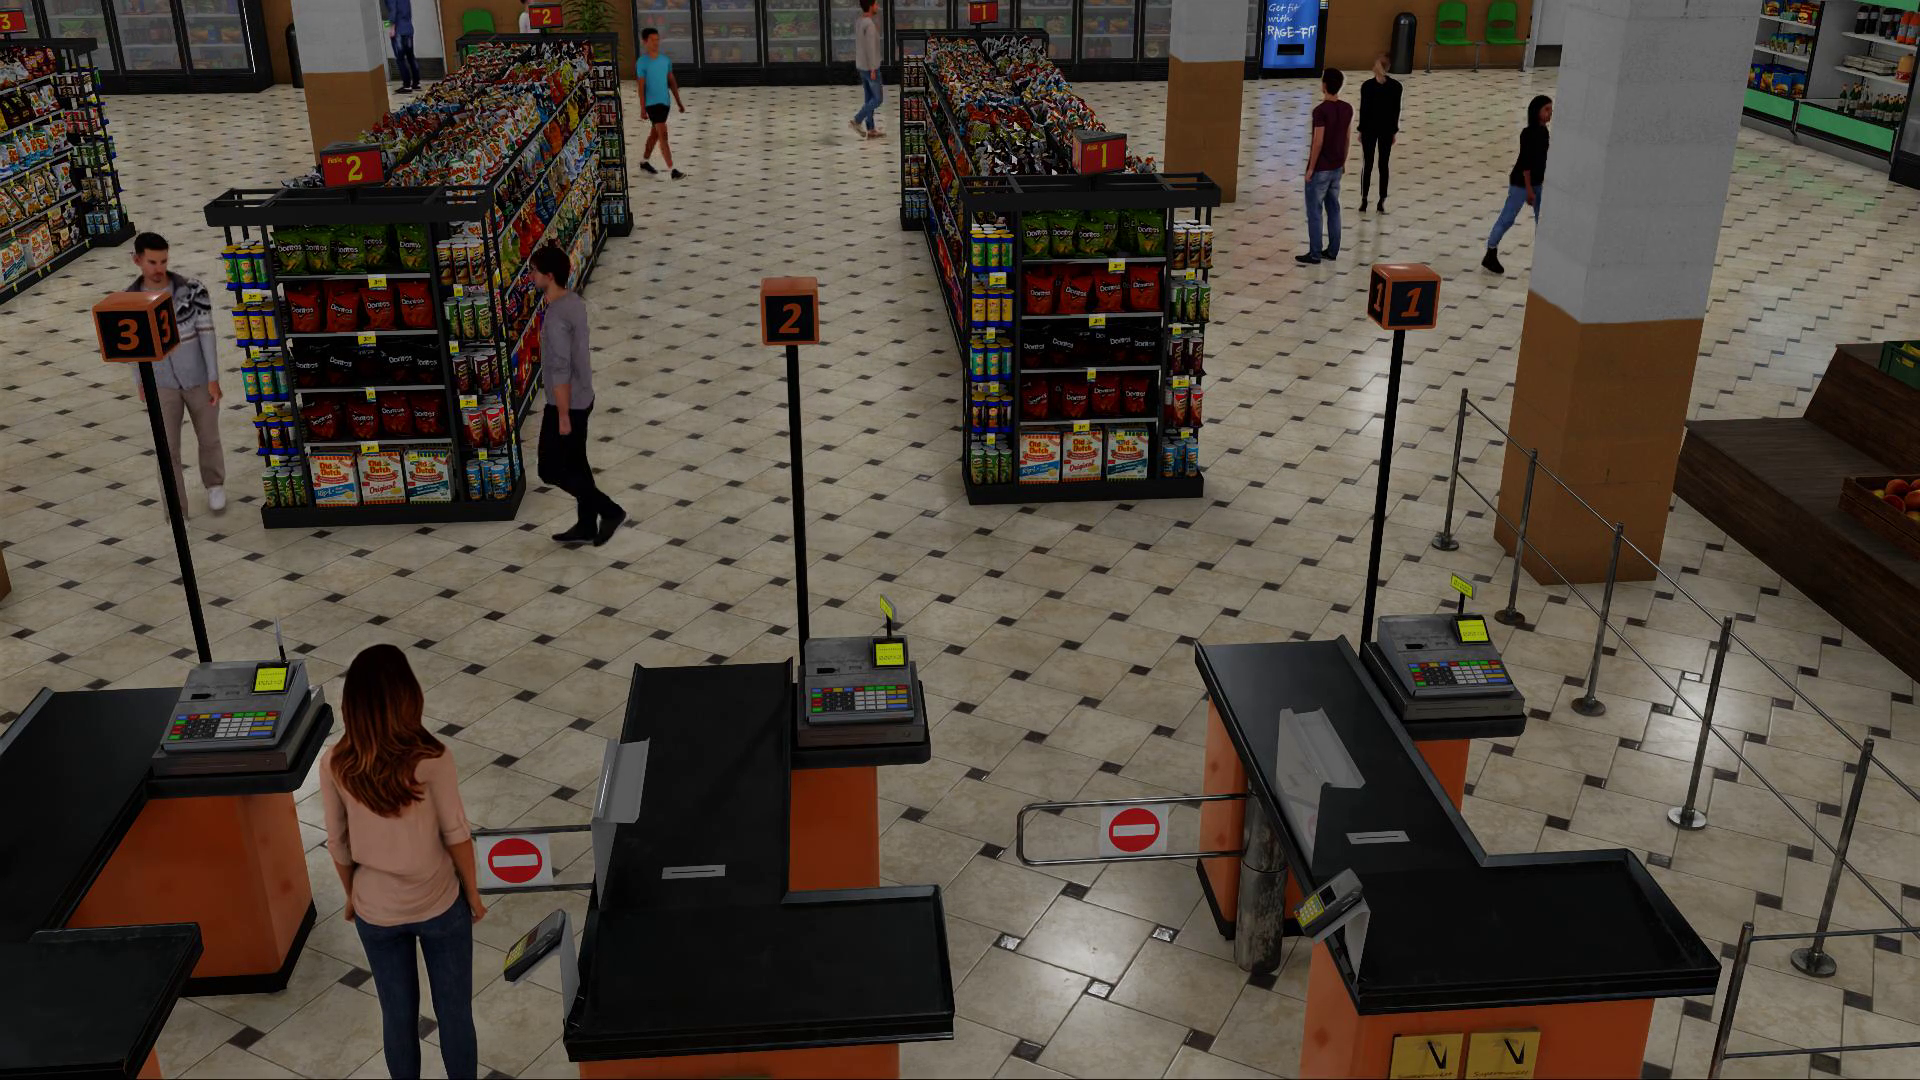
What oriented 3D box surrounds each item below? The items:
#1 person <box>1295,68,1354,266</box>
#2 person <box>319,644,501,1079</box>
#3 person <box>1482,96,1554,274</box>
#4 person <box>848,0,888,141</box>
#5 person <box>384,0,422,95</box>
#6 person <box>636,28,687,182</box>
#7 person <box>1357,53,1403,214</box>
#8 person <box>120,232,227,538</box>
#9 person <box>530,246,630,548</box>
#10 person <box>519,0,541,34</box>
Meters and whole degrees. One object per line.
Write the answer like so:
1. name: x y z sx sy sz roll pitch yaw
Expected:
1. person: 3.540 -3.612 16.091 0.737 1.851 0.723 -16 28 -32
2. person: -1.748 1.150 5.283 0.602 1.792 0.526 0 24 -1
3. person: 5.234 -3.287 15.583 0.972 1.664 1.208 -15 28 -31
4. person: -1.292 -6.264 22.103 0.857 1.891 0.860 -9 25 -21
5. person: -8.750 -7.945 26.027 0.852 1.825 0.661 6 24 14
6. person: -3.652 -5.150 19.763 1.207 1.726 1.140 19 30 37
7. person: 4.554 -4.430 18.144 0.654 1.704 0.611 4 24 10
8. person: -4.727 -0.974 10.122 0.933 1.804 1.257 -9 25 -21
9. person: -2.197 -0.809 9.707 0.750 1.834 0.688 0 24 -1
10. person: -5.951 -6.736 23.246 0.797 1.840 0.618 -11 26 -23
